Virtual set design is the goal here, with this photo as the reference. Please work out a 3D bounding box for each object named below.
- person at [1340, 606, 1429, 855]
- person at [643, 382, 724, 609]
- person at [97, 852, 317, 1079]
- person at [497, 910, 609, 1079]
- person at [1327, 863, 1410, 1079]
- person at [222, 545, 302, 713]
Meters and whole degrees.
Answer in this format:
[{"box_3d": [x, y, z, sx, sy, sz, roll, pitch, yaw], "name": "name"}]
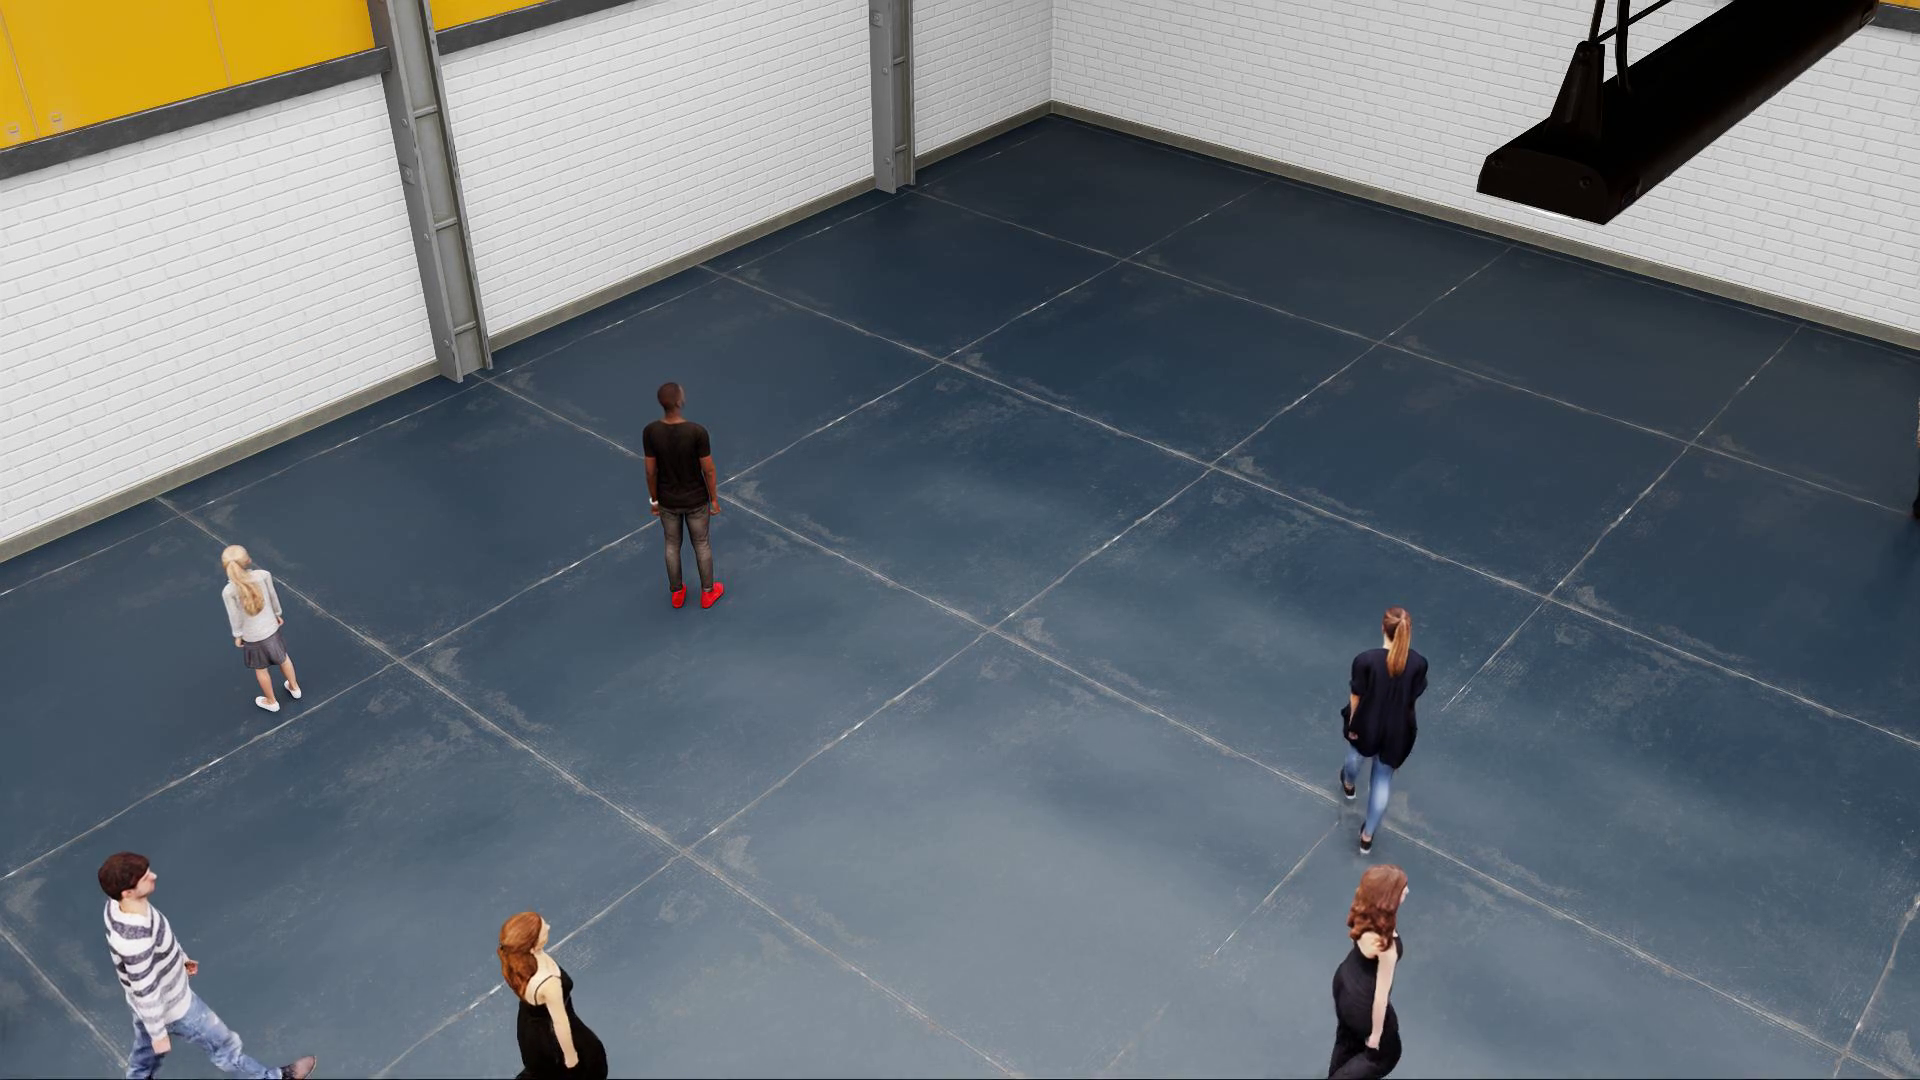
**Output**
[{"box_3d": [2.513, 1.174, 9.894, 0.899, 1.655, 1.049, 6, 34, 9], "name": "person"}, {"box_3d": [-2.007, -0.311, 11.993, 0.719, 1.804, 0.745, 1, 34, 1], "name": "person"}, {"box_3d": [-3.975, 2.283, 8.096, 1.253, 1.798, 0.903, -20, 39, -27], "name": "person"}, {"box_3d": [-2.067, 2.429, 8.054, 0.965, 1.602, 0.645, -26, 42, -34], "name": "person"}, {"box_3d": [1.891, 2.257, 8.190, 0.825, 1.737, 0.758, -7, 34, -10], "name": "person"}, {"box_3d": [-4.701, 0.576, 11.137, 0.562, 1.275, 0.448, 24, 40, 32], "name": "person"}]
